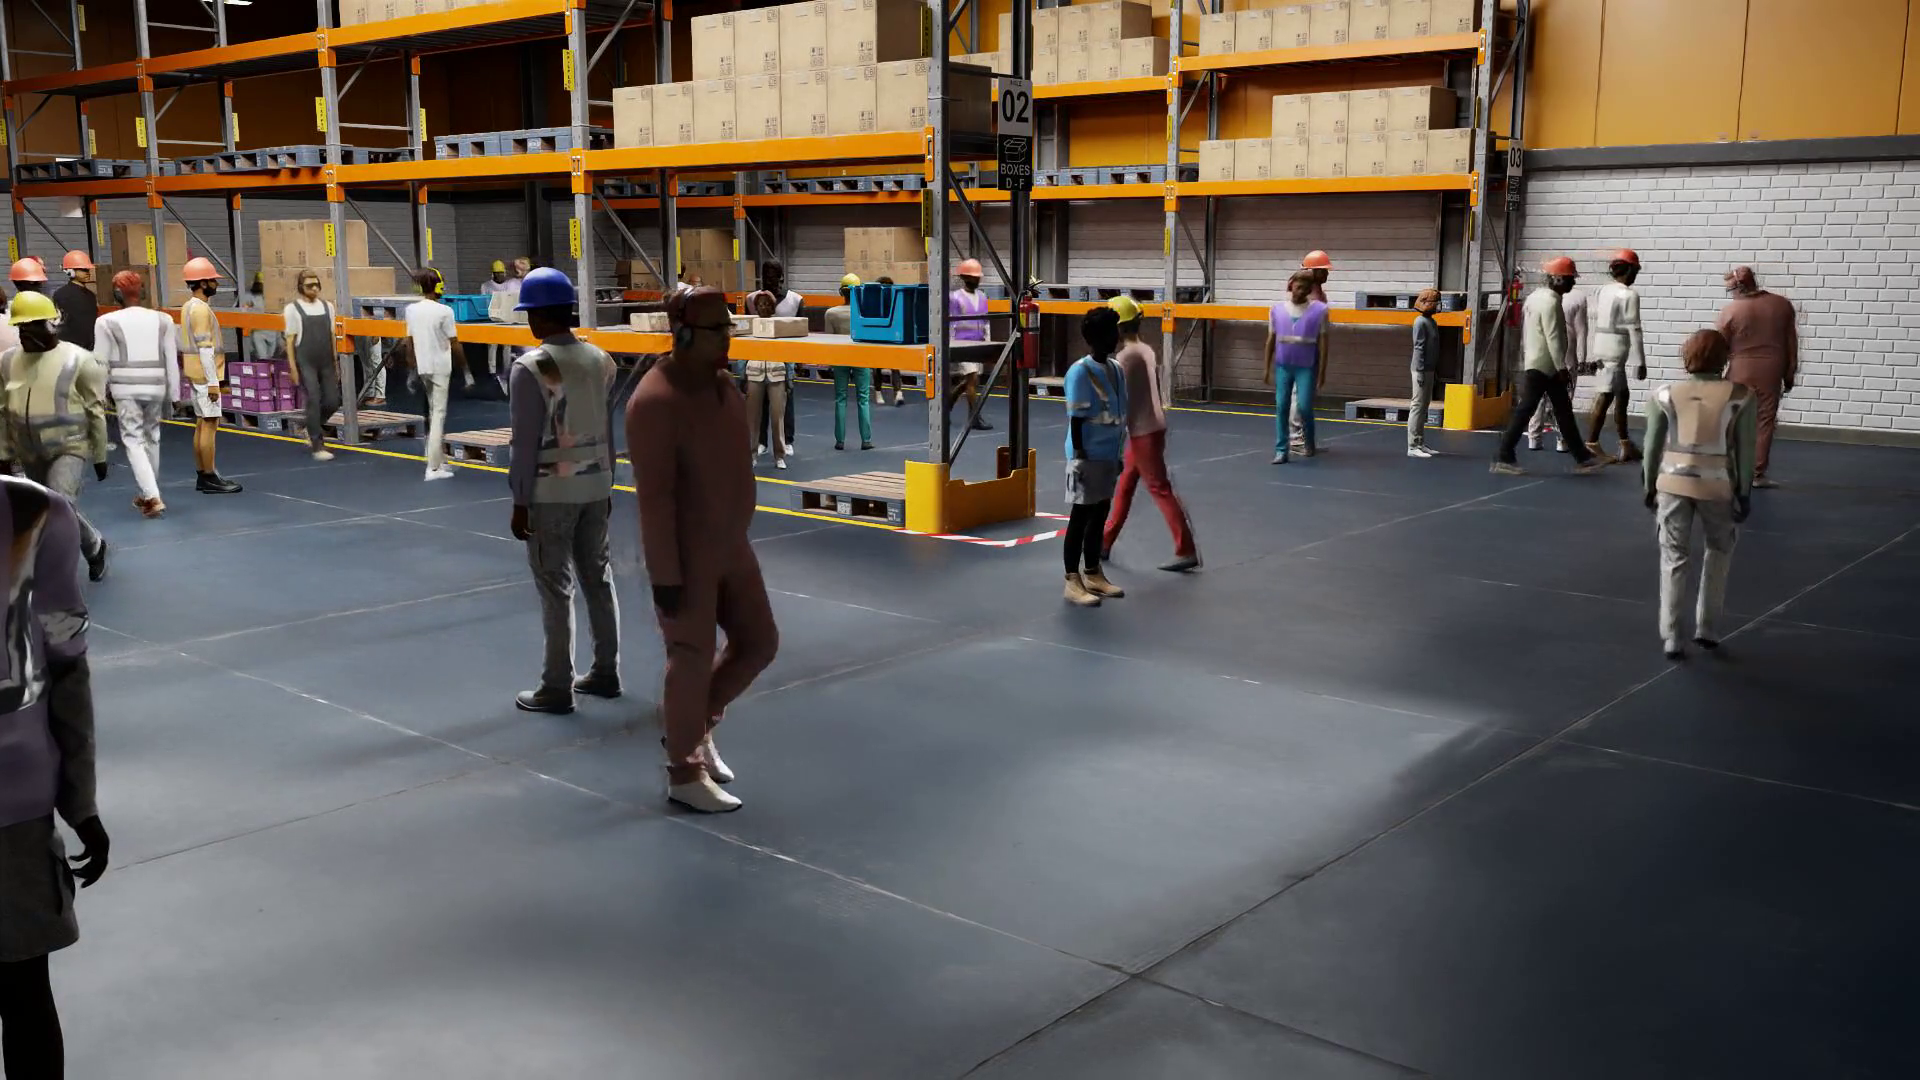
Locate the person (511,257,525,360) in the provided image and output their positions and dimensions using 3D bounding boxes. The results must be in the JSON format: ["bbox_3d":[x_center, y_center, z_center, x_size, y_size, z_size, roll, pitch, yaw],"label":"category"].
[{"bbox_3d":[-7.634,-4.082,29.530,0.973,1.862,0.598,1,10,4],"label":"person"}]

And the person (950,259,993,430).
[{"bbox_3d":[0.042,-2.201,18.693,0.834,1.911,0.559,10,14,44],"label":"person"}]

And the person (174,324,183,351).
[{"bbox_3d":[-11.315,-3.034,23.605,0.847,1.855,0.586,5,11,26],"label":"person"}]

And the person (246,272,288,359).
[{"bbox_3d":[-9.204,-2.699,22.107,0.904,1.688,0.511,9,13,41],"label":"person"}]

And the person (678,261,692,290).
[{"bbox_3d":[-3.609,-2.649,21.351,0.328,1.872,0.512,5,11,27],"label":"person"}]

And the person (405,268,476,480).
[{"bbox_3d":[-4.530,-1.465,14.681,0.526,1.849,0.701,5,11,27],"label":"person"}]

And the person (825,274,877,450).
[{"bbox_3d":[-1.090,-1.782,16.710,0.525,1.769,0.309,0,10,2],"label":"person"}]

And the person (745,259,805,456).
[{"bbox_3d":[-1.807,-1.778,16.261,0.590,1.916,0.394,1,10,5],"label":"person"}]

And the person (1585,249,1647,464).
[{"bbox_3d":[6.263,-1.718,15.637,0.871,2.003,0.707,-1,10,-5],"label":"person"}]

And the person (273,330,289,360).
[{"bbox_3d":[-10.289,-3.306,25.259,0.503,1.809,0.589,5,11,28],"label":"person"}]

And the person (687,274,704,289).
[{"bbox_3d":[-4.109,-3.310,25.819,0.287,1.626,0.497,8,13,38],"label":"person"}]

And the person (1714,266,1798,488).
[{"bbox_3d":[6.647,-1.356,14.013,0.738,1.873,0.429,2,10,9],"label":"person"}]

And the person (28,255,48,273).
[{"bbox_3d":[-12.977,-3.025,23.372,0.436,1.923,0.548,-6,12,-30],"label":"person"}]

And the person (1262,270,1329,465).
[{"bbox_3d":[3.161,-1.618,15.623,0.590,1.821,0.486,5,11,27],"label":"person"}]

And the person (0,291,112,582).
[{"bbox_3d":[-5.236,-0.555,9.683,0.588,1.798,0.878,1,10,5],"label":"person"}]

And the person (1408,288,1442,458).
[{"bbox_3d":[4.529,-1.622,16.175,0.285,1.633,0.500,6,11,29],"label":"person"}]

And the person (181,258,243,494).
[{"bbox_3d":[-6.219,-1.352,13.757,0.347,1.942,0.549,-7,12,-33],"label":"person"}]

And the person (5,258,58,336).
[{"bbox_3d":[-7.465,-1.295,13.446,0.360,1.939,0.543,3,10,17],"label":"person"}]

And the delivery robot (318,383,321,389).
[{"bbox_3d":[-8.570,-2.139,21.921,0.707,0.478,0.477,6,11,30],"label":"delivery robot"}]

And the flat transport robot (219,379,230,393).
[{"bbox_3d":[-10.821,-2.162,23.128,1.431,0.197,0.652,8,13,39],"label":"flat transport robot"}]

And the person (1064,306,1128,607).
[{"bbox_3d":[0.779,-0.480,9.490,0.317,1.695,0.540,6,12,33],"label":"person"}]

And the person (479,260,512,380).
[{"bbox_3d":[-7.088,-3.385,25.643,0.601,1.830,0.404,-8,13,-40],"label":"person"}]

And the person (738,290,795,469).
[{"bbox_3d":[-1.769,-1.458,15.218,0.515,1.641,0.314,-1,10,-4],"label":"person"}]

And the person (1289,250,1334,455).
[{"bbox_3d":[3.453,-1.832,16.341,0.384,1.996,0.610,6,12,33],"label":"person"}]

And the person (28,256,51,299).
[{"bbox_3d":[-13.609,-3.214,24.477,0.681,1.899,0.424,5,11,26],"label":"person"}]

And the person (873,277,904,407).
[{"bbox_3d":[-0.940,-2.524,21.253,0.533,1.638,0.884,-3,10,-17],"label":"person"}]

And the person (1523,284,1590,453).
[{"bbox_3d":[5.930,-1.820,16.525,0.652,1.906,0.408,9,14,43],"label":"person"}]

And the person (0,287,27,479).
[{"bbox_3d":[-6.244,-0.797,10.950,0.687,1.824,0.509,-4,11,-22],"label":"person"}]

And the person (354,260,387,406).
[{"bbox_3d":[-7.631,-2.691,21.409,0.627,1.934,0.372,9,13,42],"label":"person"}]

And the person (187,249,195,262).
[{"bbox_3d":[-11.719,-3.367,25.048,0.876,2.014,0.619,2,10,10],"label":"person"}]

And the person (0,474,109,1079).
[{"bbox_3d":[-1.923,0.515,3.167,0.543,1.930,0.372,-7,12,-35],"label":"person"}]

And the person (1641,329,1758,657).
[{"bbox_3d":[3.675,-0.236,8.285,0.538,1.618,0.561,6,12,32],"label":"person"}]

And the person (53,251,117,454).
[{"bbox_3d":[-8.658,-1.847,16.427,0.378,1.995,0.609,0,10,1],"label":"person"}]

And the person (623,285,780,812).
[{"bbox_3d":[-0.909,0.041,5.966,0.430,1.890,0.676,4,11,20],"label":"person"}]

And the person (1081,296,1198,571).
[{"bbox_3d":[1.127,-0.663,10.480,0.889,1.716,0.531,4,11,21],"label":"person"}]

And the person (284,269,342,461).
[{"bbox_3d":[-6.190,-1.671,15.897,0.482,1.827,0.530,8,13,37],"label":"person"}]

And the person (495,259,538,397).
[{"bbox_3d":[-5.807,-2.759,21.929,0.687,1.882,0.654,1,10,4],"label":"person"}]

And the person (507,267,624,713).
[{"bbox_3d":[-1.744,-0.216,7.303,0.404,1.939,0.608,5,11,29],"label":"person"}]

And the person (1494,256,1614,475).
[{"bbox_3d":[5.282,-1.520,14.720,1.025,1.938,0.638,5,11,27],"label":"person"}]

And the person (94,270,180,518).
[{"bbox_3d":[-6.211,-1.099,12.563,0.806,1.862,0.593,9,14,43],"label":"person"}]
